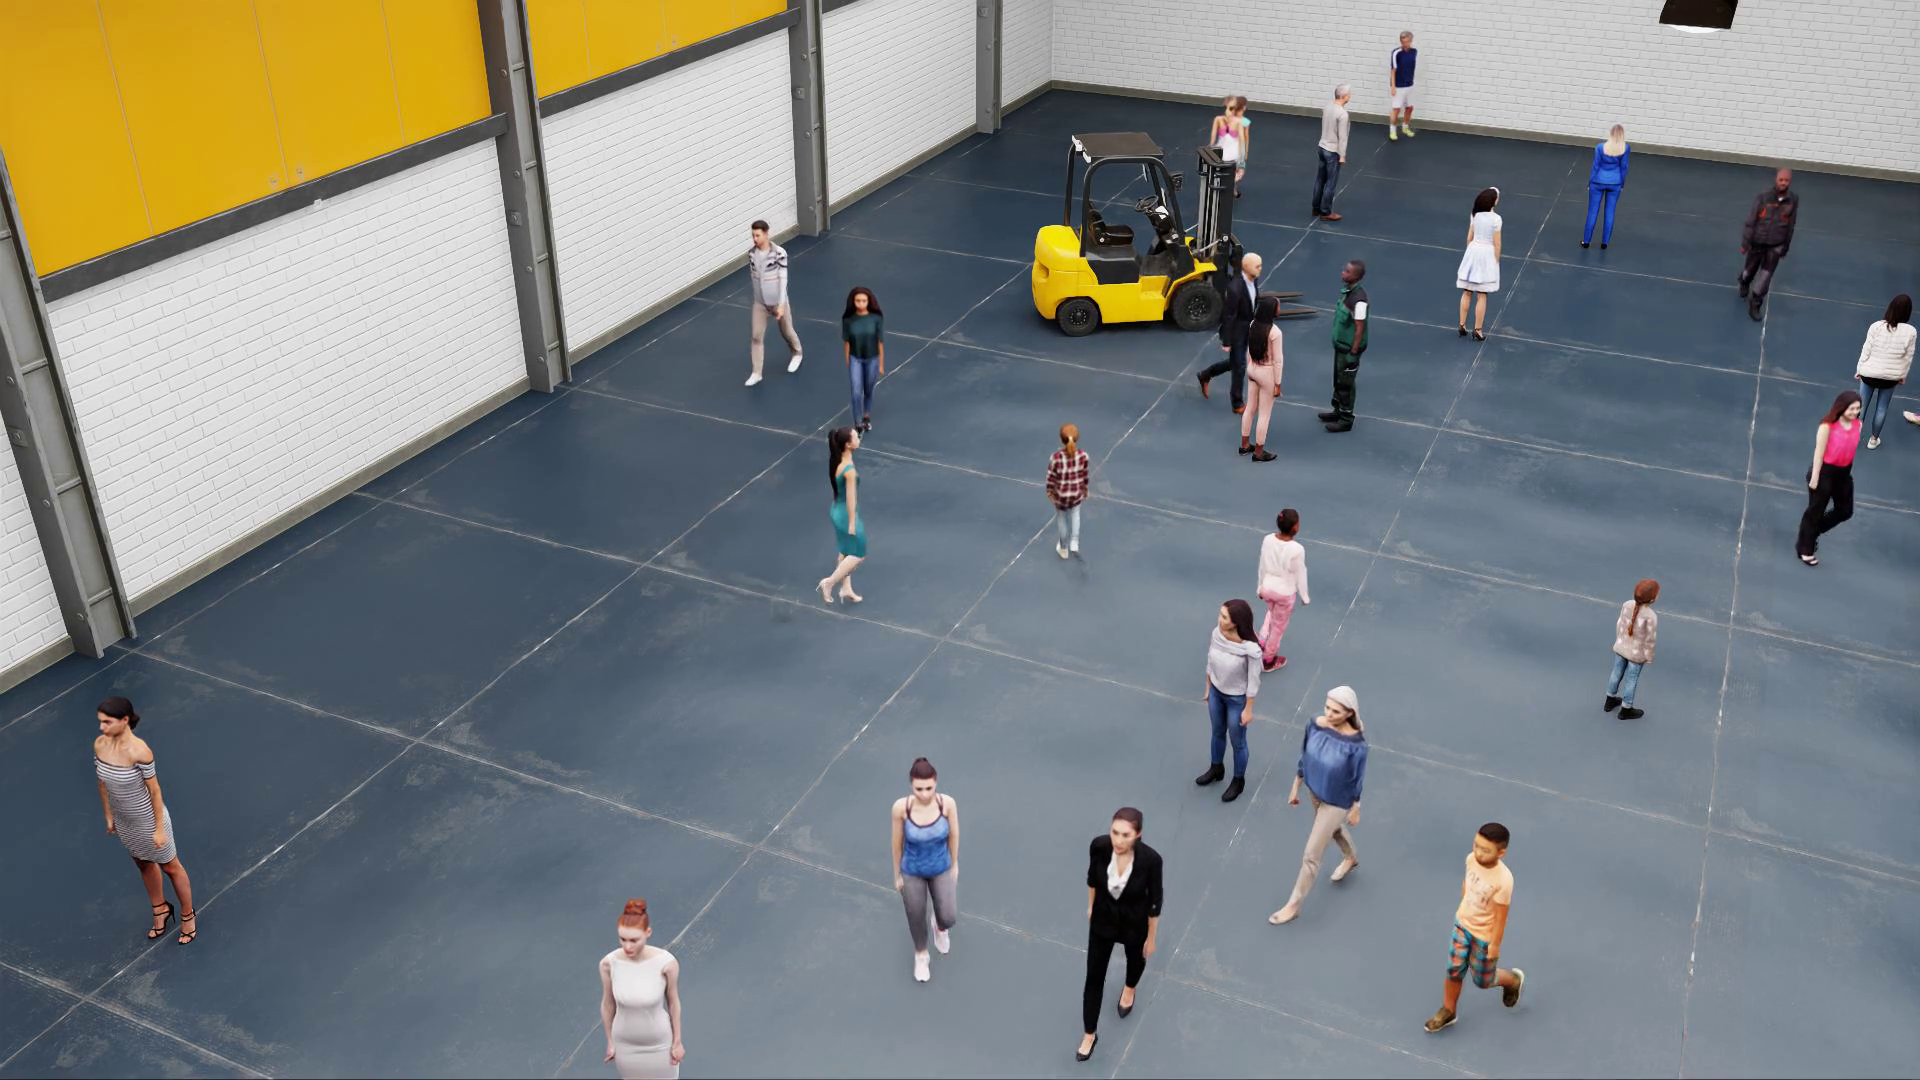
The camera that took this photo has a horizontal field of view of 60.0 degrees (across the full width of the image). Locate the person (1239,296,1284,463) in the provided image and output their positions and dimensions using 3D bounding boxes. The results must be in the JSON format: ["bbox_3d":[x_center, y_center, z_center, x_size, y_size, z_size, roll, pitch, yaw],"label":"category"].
[{"bbox_3d":[3.017,-1.618,16.599,0.718,1.720,0.699,-15,32,-26],"label":"person"}]

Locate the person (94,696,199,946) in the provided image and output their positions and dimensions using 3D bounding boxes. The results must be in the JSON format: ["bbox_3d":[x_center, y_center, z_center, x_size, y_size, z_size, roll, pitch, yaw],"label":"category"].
[{"bbox_3d":[-5.072,1.742,10.333,0.620,1.822,0.577,8,30,15],"label":"person"}]

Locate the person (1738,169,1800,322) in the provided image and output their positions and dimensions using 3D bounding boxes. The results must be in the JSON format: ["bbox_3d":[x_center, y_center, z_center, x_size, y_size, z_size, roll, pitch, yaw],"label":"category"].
[{"bbox_3d":[9.810,-3.652,20.242,0.815,1.802,1.123,8,30,14],"label":"person"}]

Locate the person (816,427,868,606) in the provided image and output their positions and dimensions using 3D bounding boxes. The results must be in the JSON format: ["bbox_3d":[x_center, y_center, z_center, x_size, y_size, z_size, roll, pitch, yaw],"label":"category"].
[{"bbox_3d":[-1.032,-0.170,13.987,0.803,1.680,0.741,-12,31,-20],"label":"person"}]

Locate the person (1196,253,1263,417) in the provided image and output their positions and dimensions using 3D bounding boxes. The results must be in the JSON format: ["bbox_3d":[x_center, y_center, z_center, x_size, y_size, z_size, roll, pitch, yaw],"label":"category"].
[{"bbox_3d":[2.865,-2.209,17.623,0.890,1.777,1.022,20,34,32],"label":"person"}]

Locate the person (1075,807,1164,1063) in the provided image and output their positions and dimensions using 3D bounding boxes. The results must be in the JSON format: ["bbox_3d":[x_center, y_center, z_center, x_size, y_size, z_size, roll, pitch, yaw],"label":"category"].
[{"bbox_3d":[0.983,2.182,9.730,0.656,1.627,1.009,11,30,19],"label":"person"}]

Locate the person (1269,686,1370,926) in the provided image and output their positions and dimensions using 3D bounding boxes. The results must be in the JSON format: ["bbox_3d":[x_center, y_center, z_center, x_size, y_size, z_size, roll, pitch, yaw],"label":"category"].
[{"bbox_3d":[2.428,1.639,10.698,1.224,1.652,0.989,-20,34,-32],"label":"person"}]

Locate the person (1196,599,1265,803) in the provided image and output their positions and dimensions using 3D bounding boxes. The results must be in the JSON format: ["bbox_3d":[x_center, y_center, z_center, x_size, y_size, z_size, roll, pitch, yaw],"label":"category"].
[{"bbox_3d":[1.912,1.103,11.705,0.675,1.630,0.679,-20,34,-32],"label":"person"}]

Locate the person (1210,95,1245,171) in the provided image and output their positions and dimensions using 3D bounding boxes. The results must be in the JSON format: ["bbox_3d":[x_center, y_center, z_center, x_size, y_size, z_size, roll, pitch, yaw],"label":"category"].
[{"bbox_3d":[3.717,-5.324,23.337,0.628,1.774,0.840,12,31,21],"label":"person"}]

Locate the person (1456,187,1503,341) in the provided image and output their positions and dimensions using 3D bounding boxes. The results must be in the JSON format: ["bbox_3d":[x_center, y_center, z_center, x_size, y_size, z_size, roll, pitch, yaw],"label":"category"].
[{"bbox_3d":[6.081,-3.224,19.440,0.857,1.818,0.820,-22,36,-35],"label":"person"}]

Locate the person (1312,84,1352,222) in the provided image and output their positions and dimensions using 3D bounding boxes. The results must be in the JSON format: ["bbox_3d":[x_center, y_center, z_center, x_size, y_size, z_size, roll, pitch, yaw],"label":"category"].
[{"bbox_3d":[5.248,-5.479,23.486,0.879,1.903,0.815,-9,30,-17],"label":"person"}]

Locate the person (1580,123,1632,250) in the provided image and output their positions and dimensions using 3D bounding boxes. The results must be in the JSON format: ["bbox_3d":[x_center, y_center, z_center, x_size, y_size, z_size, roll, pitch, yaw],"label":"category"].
[{"bbox_3d":[8.700,-4.765,22.389,0.668,1.701,0.633,5,29,10],"label":"person"}]

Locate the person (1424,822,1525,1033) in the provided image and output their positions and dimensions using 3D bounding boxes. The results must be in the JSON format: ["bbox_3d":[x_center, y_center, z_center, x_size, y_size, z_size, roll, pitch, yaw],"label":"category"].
[{"bbox_3d":[3.103,2.265,9.765,0.960,1.448,0.830,-15,32,-25],"label":"person"}]

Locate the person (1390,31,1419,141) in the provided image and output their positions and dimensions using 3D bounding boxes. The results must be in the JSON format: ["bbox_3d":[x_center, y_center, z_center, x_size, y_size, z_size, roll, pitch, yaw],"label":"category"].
[{"bbox_3d":[7.221,-7.416,27.158,0.835,1.786,0.918,-19,34,-31],"label":"person"}]

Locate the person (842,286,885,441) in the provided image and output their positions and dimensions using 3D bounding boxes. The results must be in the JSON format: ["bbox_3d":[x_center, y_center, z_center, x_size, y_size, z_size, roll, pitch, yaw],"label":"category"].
[{"bbox_3d":[-0.989,-1.880,17.209,0.796,1.596,0.907,-3,29,-5],"label":"person"}]

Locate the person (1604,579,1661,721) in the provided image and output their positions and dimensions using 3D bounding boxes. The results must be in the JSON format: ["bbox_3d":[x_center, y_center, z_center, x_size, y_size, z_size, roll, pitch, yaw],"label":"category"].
[{"bbox_3d":[5.131,0.816,12.685,0.598,1.194,0.561,-15,32,-26],"label":"person"}]

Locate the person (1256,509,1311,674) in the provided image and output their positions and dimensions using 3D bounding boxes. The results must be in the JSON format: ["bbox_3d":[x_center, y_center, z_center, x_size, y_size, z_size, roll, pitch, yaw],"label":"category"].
[{"bbox_3d":[2.485,0.414,13.164,0.656,1.442,0.633,-21,35,-33],"label":"person"}]

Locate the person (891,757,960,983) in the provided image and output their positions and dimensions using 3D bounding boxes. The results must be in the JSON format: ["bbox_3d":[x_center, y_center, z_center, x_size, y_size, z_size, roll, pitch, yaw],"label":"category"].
[{"bbox_3d":[-0.210,1.968,10.149,0.698,1.601,0.771,-1,29,-2],"label":"person"}]

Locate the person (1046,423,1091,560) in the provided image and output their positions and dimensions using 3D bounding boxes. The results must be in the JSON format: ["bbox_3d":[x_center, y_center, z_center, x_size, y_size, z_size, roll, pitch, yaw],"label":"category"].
[{"bbox_3d":[0.982,-0.408,14.822,0.631,1.297,0.669,-4,29,-8],"label":"person"}]

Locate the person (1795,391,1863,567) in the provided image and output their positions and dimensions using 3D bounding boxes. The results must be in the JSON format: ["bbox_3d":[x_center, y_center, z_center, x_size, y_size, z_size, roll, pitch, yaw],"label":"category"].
[{"bbox_3d":[7.670,-0.577,14.763,0.750,1.649,0.809,-8,30,-14],"label":"person"}]

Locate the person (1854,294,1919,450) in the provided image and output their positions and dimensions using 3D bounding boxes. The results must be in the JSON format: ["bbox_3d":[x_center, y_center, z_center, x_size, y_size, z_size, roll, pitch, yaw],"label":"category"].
[{"bbox_3d":[9.344,-1.712,16.858,0.613,1.638,0.526,12,31,21],"label":"person"}]

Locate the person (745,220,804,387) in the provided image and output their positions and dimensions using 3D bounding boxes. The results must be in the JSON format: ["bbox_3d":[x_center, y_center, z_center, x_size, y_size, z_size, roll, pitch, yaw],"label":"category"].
[{"bbox_3d":[-2.032,-2.681,18.429,0.704,1.833,1.164,11,31,20],"label":"person"}]

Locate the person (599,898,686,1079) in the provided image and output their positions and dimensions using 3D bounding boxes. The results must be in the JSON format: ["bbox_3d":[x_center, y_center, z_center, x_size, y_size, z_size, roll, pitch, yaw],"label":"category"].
[{"bbox_3d":[-1.649,2.619,8.755,0.630,1.793,0.613,0,29,-1],"label":"person"}]

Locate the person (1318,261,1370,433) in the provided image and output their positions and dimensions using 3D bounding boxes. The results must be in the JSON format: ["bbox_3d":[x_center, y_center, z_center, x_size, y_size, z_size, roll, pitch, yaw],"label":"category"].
[{"bbox_3d":[4.021,-2.011,17.194,0.839,1.839,0.715,-1,29,-2],"label":"person"}]
